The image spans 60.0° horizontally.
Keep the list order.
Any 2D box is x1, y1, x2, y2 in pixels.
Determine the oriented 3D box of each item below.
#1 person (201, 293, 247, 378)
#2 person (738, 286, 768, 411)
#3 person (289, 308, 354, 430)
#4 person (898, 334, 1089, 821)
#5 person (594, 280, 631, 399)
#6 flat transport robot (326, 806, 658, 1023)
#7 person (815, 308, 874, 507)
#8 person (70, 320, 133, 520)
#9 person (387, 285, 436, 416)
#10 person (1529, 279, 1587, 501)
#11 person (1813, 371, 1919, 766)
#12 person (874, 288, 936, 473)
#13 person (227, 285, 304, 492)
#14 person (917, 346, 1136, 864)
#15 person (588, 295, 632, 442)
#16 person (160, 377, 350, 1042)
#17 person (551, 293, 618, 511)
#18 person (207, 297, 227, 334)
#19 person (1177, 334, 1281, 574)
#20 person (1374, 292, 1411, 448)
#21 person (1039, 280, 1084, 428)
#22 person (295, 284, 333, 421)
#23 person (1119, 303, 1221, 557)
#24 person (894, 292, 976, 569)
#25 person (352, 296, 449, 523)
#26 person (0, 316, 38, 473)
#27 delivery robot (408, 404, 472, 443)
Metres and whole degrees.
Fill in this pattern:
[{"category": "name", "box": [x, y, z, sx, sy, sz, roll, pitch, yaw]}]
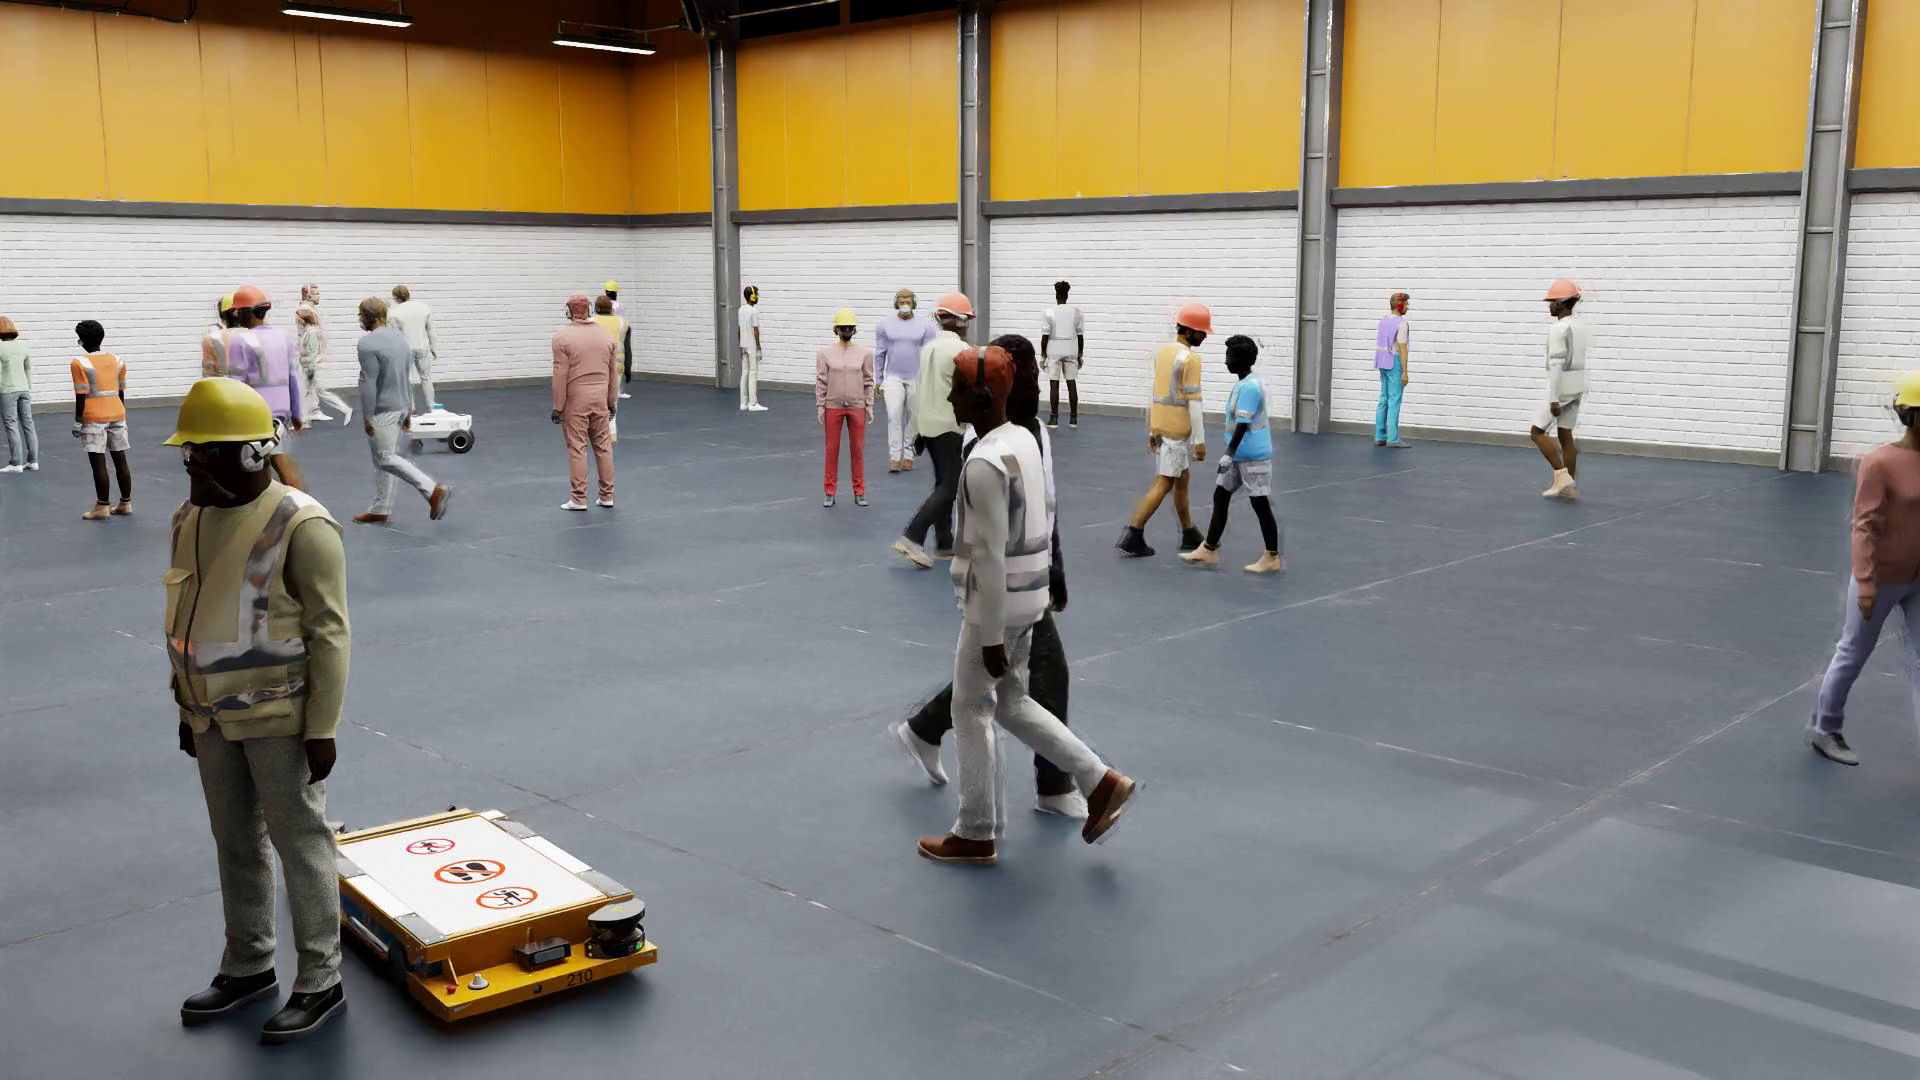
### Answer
[{"category": "person", "box": [-6.398, -1.238, 14.784, 0.602, 1.909, 0.680, -9, 13, -43]}, {"category": "person", "box": [-3.133, -2.868, 24.927, 0.311, 1.868, 0.532, -7, 12, -37]}, {"category": "person", "box": [-8.521, -2.273, 22.075, 0.758, 1.608, 0.520, -7, 12, -37]}, {"category": "person", "box": [0.163, 0.127, 6.558, 0.939, 1.880, 0.590, 4, 10, 22]}, {"category": "person", "box": [-5.696, -3.277, 27.249, 0.586, 1.928, 0.369, 4, 10, 21]}, {"category": "flat transport robot", "box": [-1.602, 1.128, 5.311, 0.652, 0.197, 1.431, -7, 12, -38]}, {"category": "person", "box": [-1.023, -1.174, 14.839, 0.529, 1.772, 0.304, -1, 9, -8]}, {"category": "person", "box": [-7.285, -1.014, 14.096, 0.320, 1.692, 0.531, 3, 10, 19]}, {"category": "person", "box": [-7.734, -2.657, 23.555, 0.699, 1.902, 0.368, -8, 12, -39]}, {"category": "person", "box": [5.465, -1.348, 15.141, 0.620, 2.027, 0.443, -8, 12, -41]}, {"category": "person", "box": [3.897, 0.155, 6.837, 0.541, 1.713, 0.899, -2, 9, -11]}, {"category": "person", "box": [-0.565, -1.640, 17.250, 0.662, 1.910, 0.832, 0, 9, -1]}, {"category": "person", "box": [-5.604, -1.023, 13.249, 1.047, 1.982, 0.630, 2, 10, 15]}, {"category": "person", "box": [0.220, 0.248, 5.842, 0.686, 1.861, 0.580, 3, 10, 19]}, {"category": "person", "box": [-4.399, -2.115, 20.537, 0.636, 1.790, 0.955, -5, 11, -30]}, {"category": "person", "box": [-1.958, 0.466, 4.592, 0.599, 1.830, 0.404, 5, 10, 26]}, {"category": "person", "box": [-3.319, -1.208, 14.636, 0.652, 1.904, 0.402, -9, 13, -44]}, {"category": "person", "box": [-7.931, -1.708, 17.947, 0.530, 1.828, 0.518, 1, 9, 6]}, {"category": "person", "box": [1.869, -0.581, 11.526, 0.813, 1.659, 0.557, 0, 9, 0]}, {"category": "person", "box": [5.125, -2.008, 19.731, 0.373, 1.840, 0.570, -2, 10, -15]}, {"category": "person", "box": [1.360, -2.477, 22.222, 0.612, 1.964, 0.364, -2, 9, -12]}, {"category": "person", "box": [-9.058, -2.624, 23.311, 0.409, 1.907, 0.650, -6, 11, -30]}, {"category": "person", "box": [1.552, -0.811, 12.305, 0.890, 1.880, 0.620, -4, 10, -21]}, {"category": "person", "box": [-0.181, -0.792, 11.922, 0.708, 1.966, 0.641, -5, 11, -29]}, {"category": "person", "box": [-4.645, -1.054, 13.724, 0.824, 1.909, 0.640, 2, 9, 10]}, {"category": "person", "box": [-9.897, -1.516, 17.351, 0.289, 1.633, 0.501, 3, 10, 17]}, {"category": "delivery robot", "box": [-6.011, -1.326, 19.201, 0.707, 0.478, 0.477, -2, 9, -14]}]
